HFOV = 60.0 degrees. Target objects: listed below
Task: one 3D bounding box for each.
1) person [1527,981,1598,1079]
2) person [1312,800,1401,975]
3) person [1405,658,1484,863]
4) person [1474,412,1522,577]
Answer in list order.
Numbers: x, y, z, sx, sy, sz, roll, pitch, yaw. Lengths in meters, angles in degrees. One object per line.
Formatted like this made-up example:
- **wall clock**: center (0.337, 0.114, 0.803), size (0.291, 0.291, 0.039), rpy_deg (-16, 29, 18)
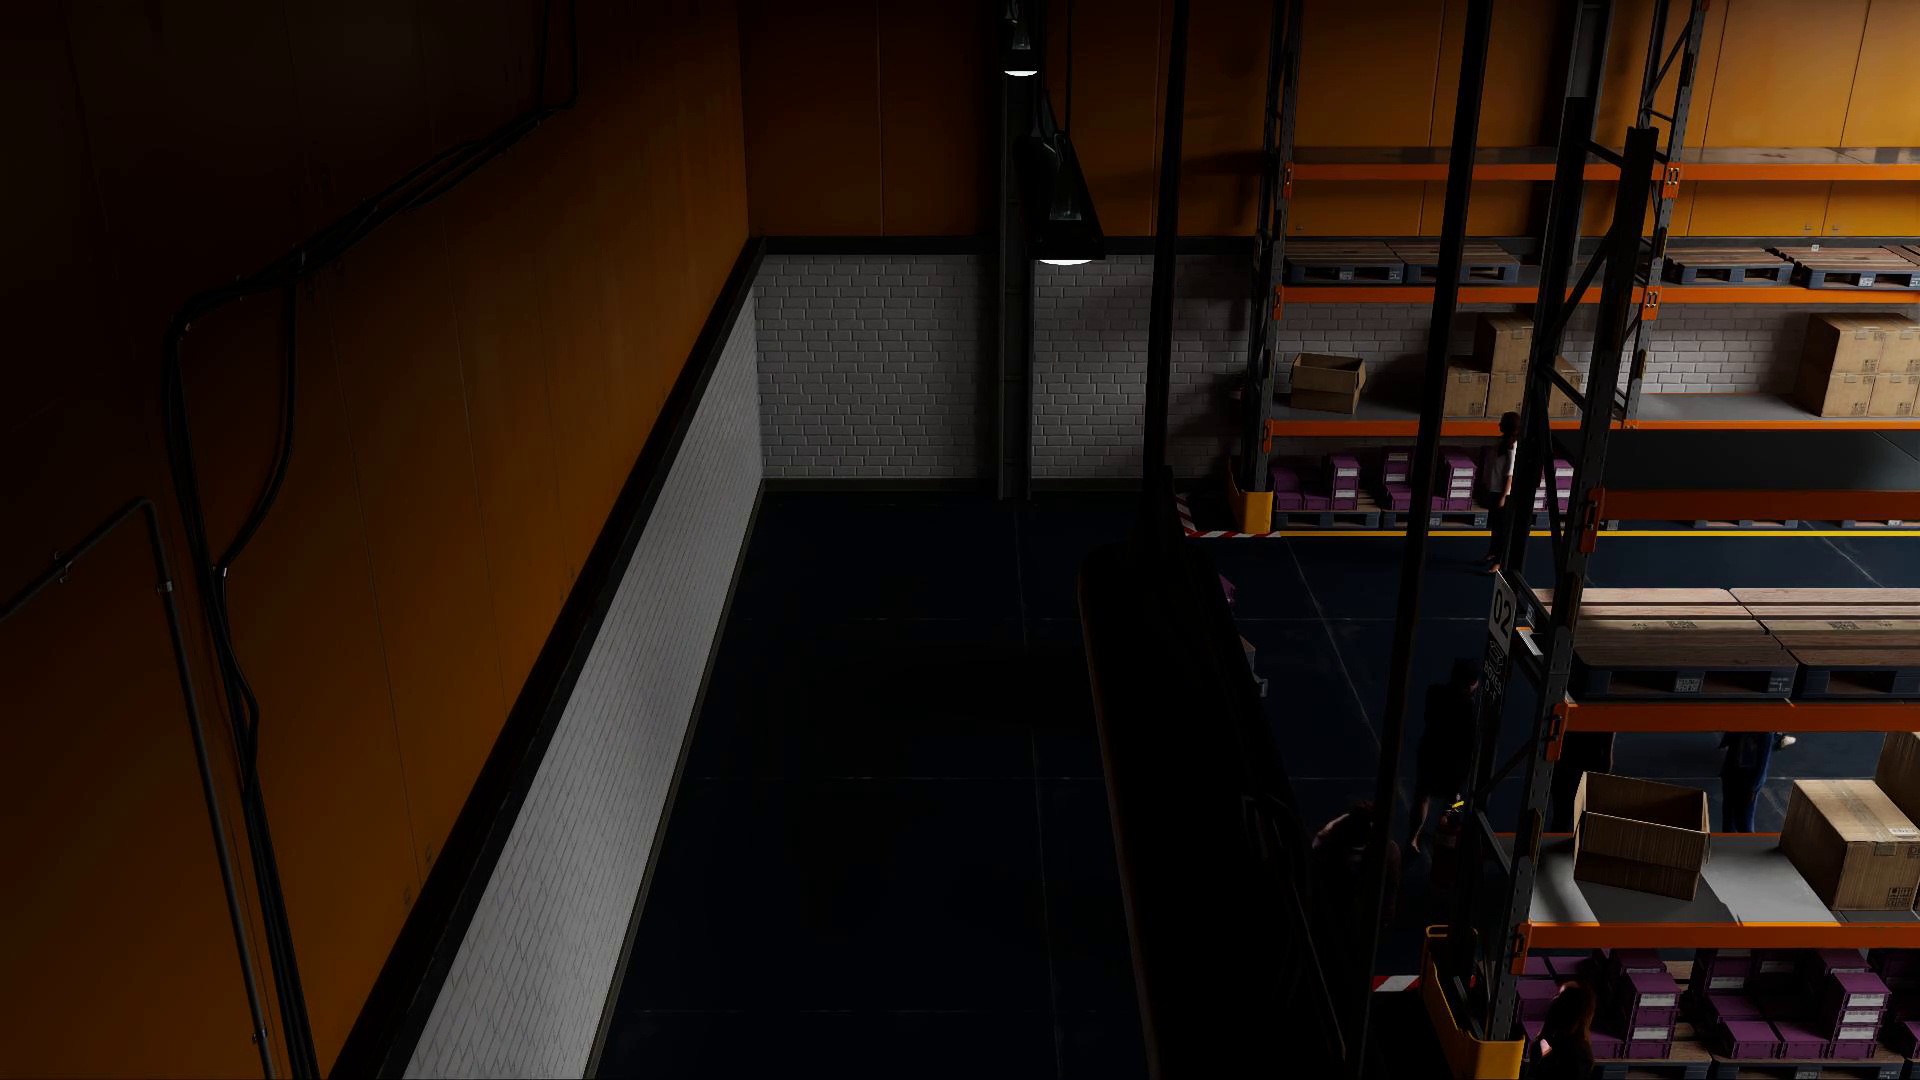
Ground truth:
- **person**: center (3.299, 3.135, 9.164), size (0.561, 1.713, 0.625), rpy_deg (3, 24, 8)
- **person**: center (2.460, 2.403, 10.693), size (0.676, 1.829, 0.873), rpy_deg (3, 24, 7)
- **person**: center (3.597, 1.696, 12.576), size (1.153, 1.617, 1.101), rpy_deg (-22, 32, -40)
- **person**: center (5.667, -0.493, 17.361), size (0.517, 1.795, 0.610), rpy_deg (1, 24, 3)
